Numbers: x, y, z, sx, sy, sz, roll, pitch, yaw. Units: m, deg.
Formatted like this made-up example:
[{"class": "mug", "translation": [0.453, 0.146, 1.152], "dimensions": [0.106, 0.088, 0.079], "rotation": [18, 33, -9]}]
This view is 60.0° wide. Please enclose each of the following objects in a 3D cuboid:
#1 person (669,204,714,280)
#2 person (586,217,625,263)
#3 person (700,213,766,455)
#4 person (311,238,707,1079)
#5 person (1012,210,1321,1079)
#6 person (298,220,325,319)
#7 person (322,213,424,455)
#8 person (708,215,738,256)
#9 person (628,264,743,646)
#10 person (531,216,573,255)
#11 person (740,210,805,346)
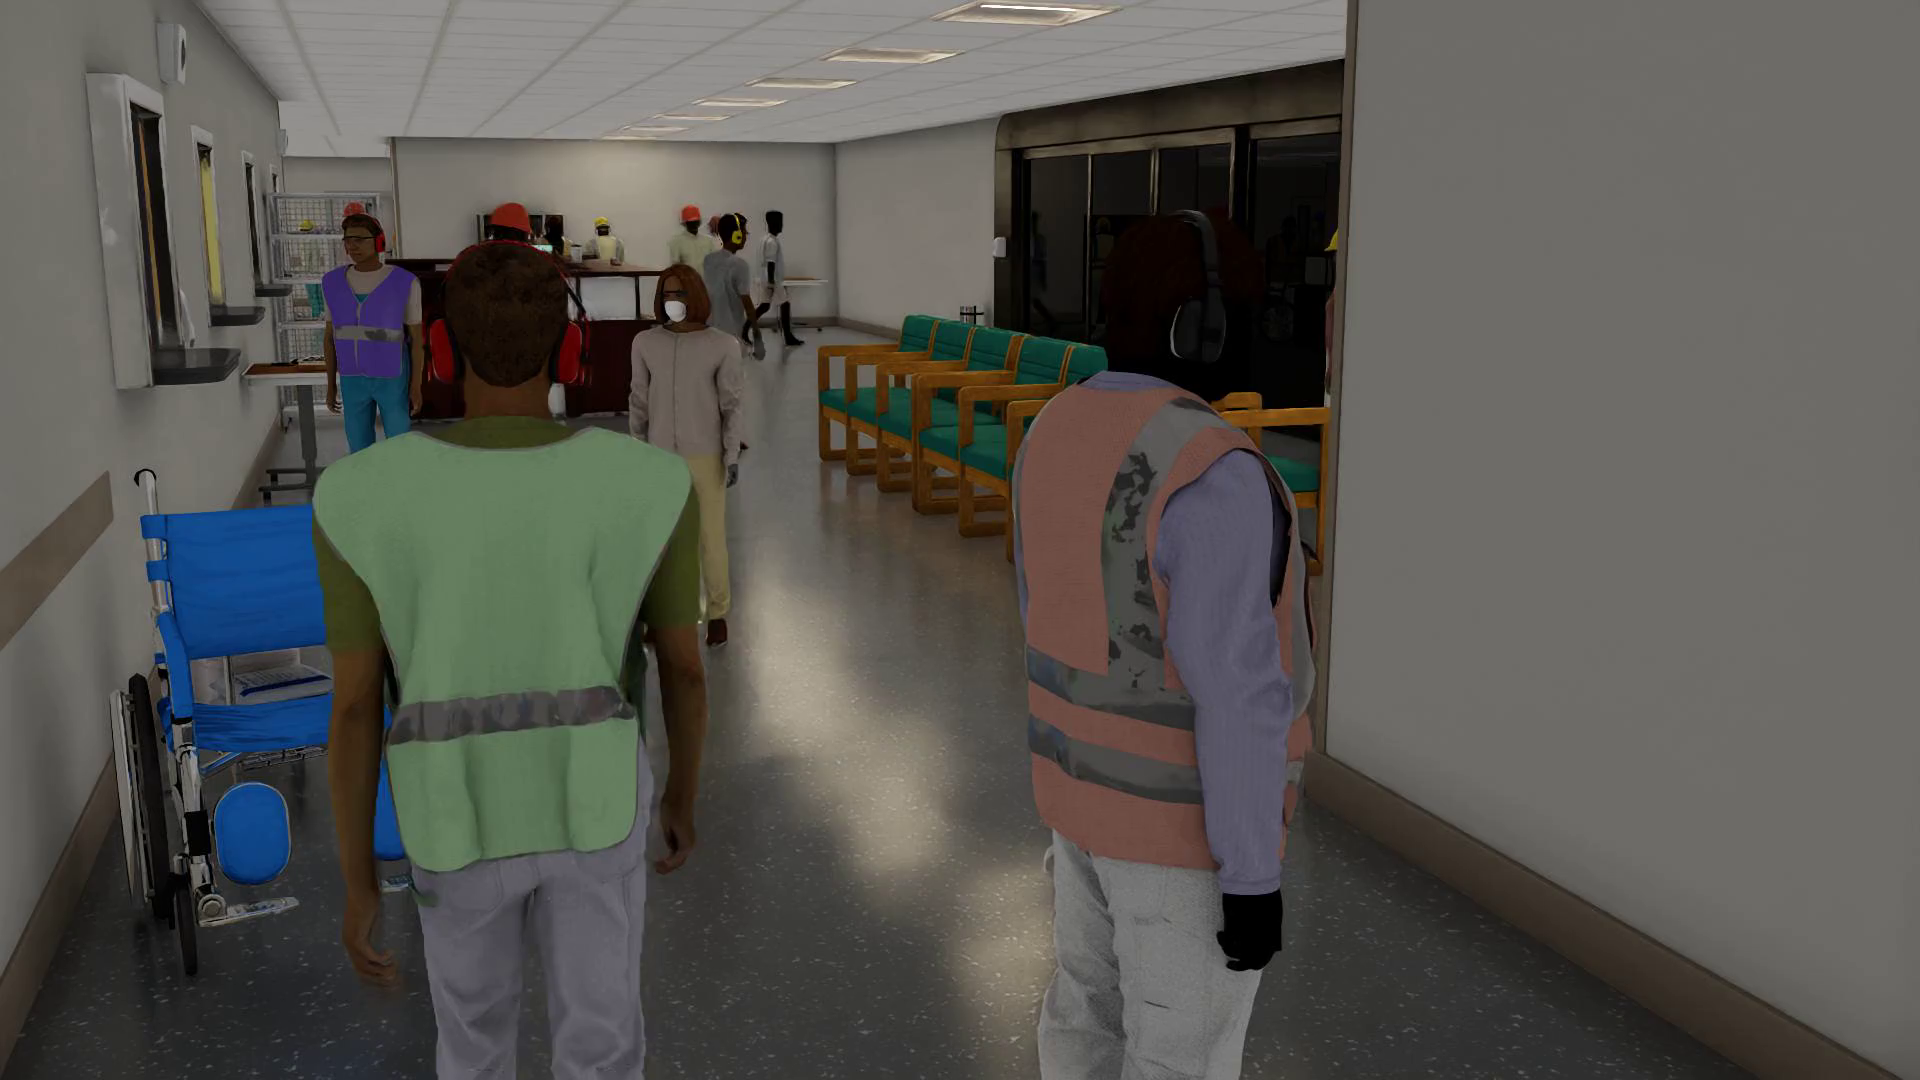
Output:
[{"class": "person", "translation": [-3.132, -3.017, 19.911], "dimensions": [0.628, 1.968, 0.695], "rotation": [-7, 13, -32]}, {"class": "person", "translation": [-5.182, -3.804, 24.327], "dimensions": [0.586, 1.822, 0.403], "rotation": [-6, 12, -27]}, {"class": "person", "translation": [-1.730, -1.563, 12.746], "dimensions": [0.598, 1.847, 0.554], "rotation": [-10, 15, -42]}, {"class": "person", "translation": [-0.683, 0.433, 2.652], "dimensions": [0.571, 1.794, 0.935], "rotation": [-3, 11, -15]}, {"class": "person", "translation": [0.322, 0.425, 2.583], "dimensions": [0.429, 1.842, 0.622], "rotation": [-5, 12, -23]}, {"class": "person", "translation": [-10.825, -4.442, 27.735], "dimensions": [0.303, 1.772, 0.522], "rotation": [1, 11, 5]}, {"class": "person", "translation": [-3.245, -0.877, 9.245], "dimensions": [0.565, 1.846, 0.388], "rotation": [1, 11, 4]}, {"class": "person", "translation": [-3.128, -3.228, 21.327], "dimensions": [0.684, 1.852, 0.924], "rotation": [3, 11, 16]}, {"class": "person", "translation": [-1.173, -0.355, 7.119], "dimensions": [0.497, 1.633, 0.284], "rotation": [1, 11, 7]}, {"class": "person", "translation": [-4.998, -3.077, 20.578], "dimensions": [0.429, 1.835, 0.628], "rotation": [10, 15, 41]}, {"class": "person", "translation": [-2.719, -3.673, 23.405], "dimensions": [0.954, 1.932, 0.621], "rotation": [-3, 12, -17]}]
